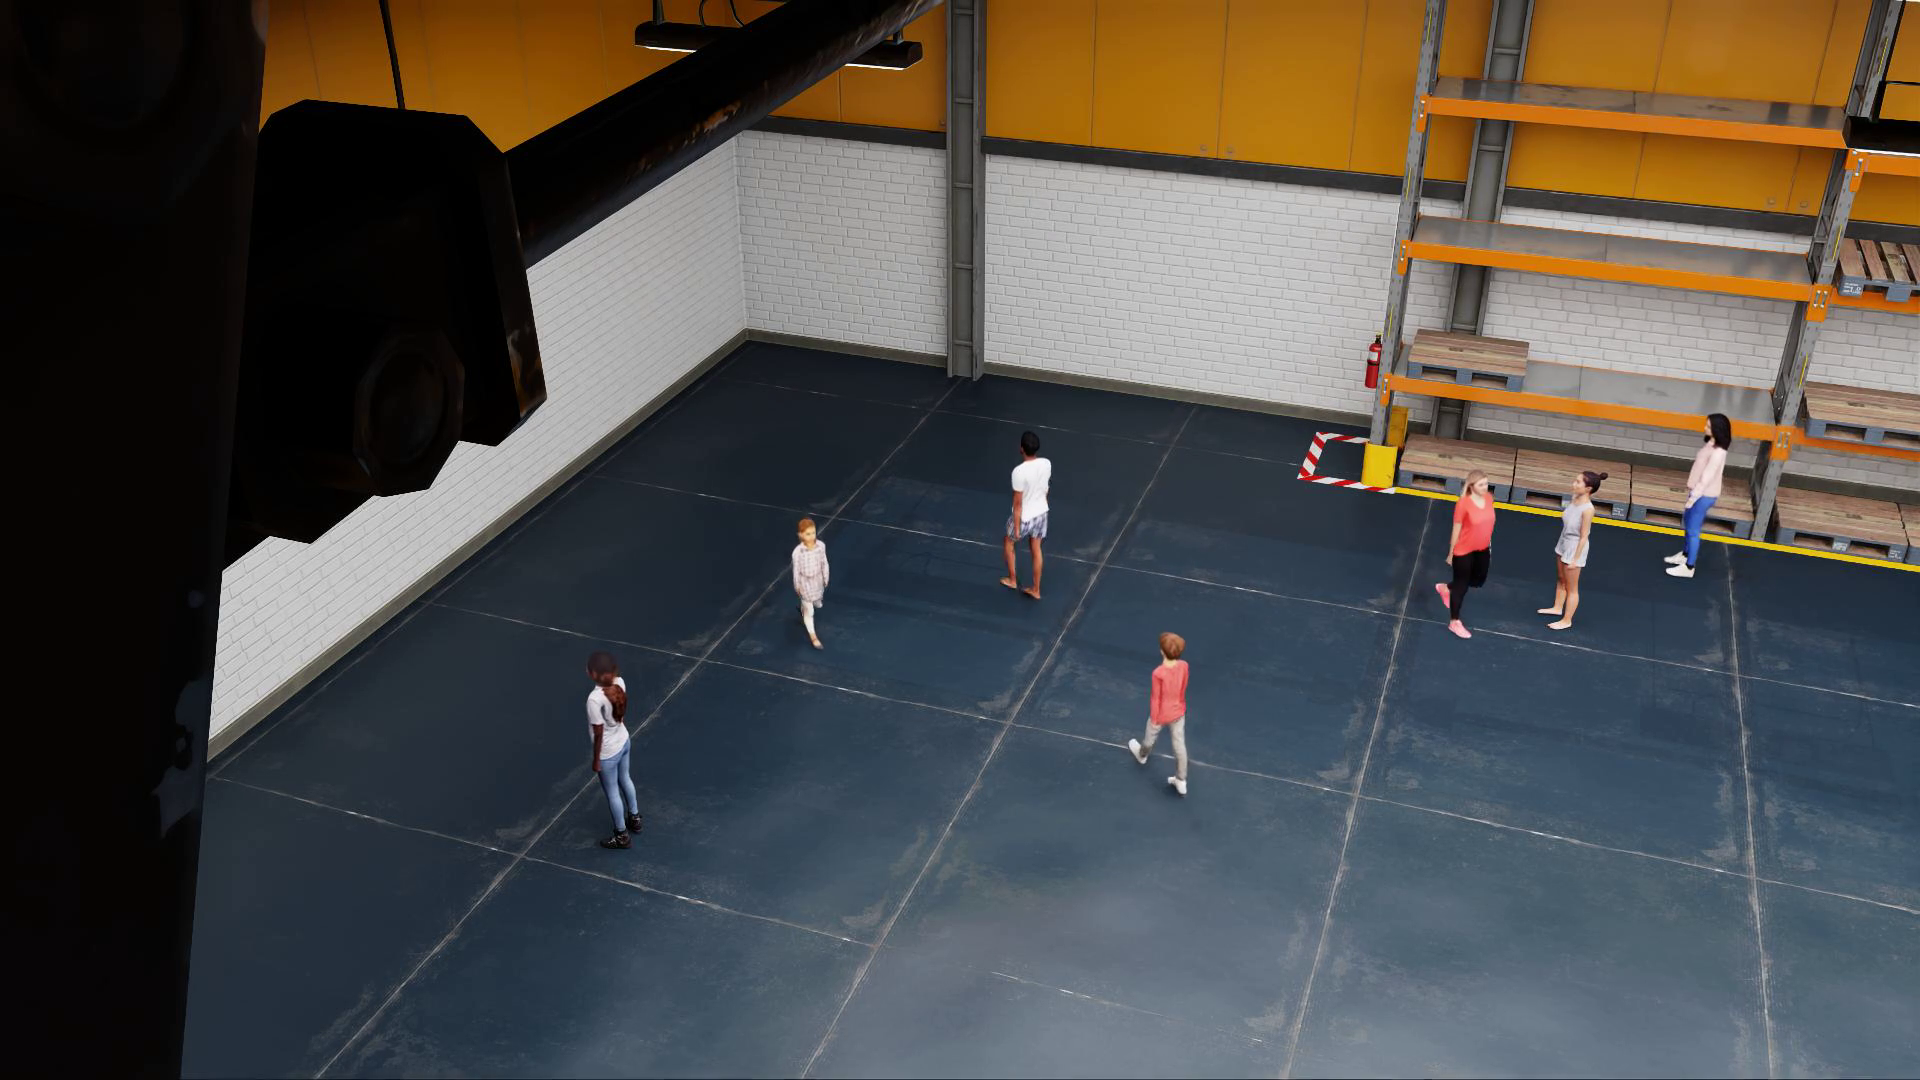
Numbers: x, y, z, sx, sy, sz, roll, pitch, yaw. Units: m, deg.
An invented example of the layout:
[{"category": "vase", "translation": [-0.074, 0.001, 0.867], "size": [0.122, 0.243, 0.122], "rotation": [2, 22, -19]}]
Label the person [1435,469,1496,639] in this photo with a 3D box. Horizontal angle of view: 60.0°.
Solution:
[{"category": "person", "translation": [4.692, 0.076, 15.535], "size": [0.875, 1.680, 0.950], "rotation": [-14, 32, -25]}]

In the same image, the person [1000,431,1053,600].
[{"category": "person", "translation": [0.716, -0.194, 16.000], "size": [0.846, 1.709, 0.912], "rotation": [-18, 33, -29]}]

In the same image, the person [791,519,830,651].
[{"category": "person", "translation": [-1.419, 0.356, 15.416], "size": [0.785, 1.301, 0.885], "rotation": [-17, 33, -28]}]

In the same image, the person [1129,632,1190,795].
[{"category": "person", "translation": [1.717, 1.416, 13.389], "size": [0.925, 1.381, 0.970], "rotation": [-12, 31, -20]}]

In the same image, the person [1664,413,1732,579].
[{"category": "person", "translation": [7.362, -0.436, 16.387], "size": [0.572, 1.762, 0.672], "rotation": [11, 31, 20]}]

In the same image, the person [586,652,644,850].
[{"category": "person", "translation": [-2.664, 1.592, 12.713], "size": [0.511, 1.720, 0.582], "rotation": [9, 30, 16]}]

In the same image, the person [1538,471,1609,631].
[{"category": "person", "translation": [5.761, 0.073, 15.620], "size": [0.668, 1.604, 0.646], "rotation": [-1, 29, -2]}]
